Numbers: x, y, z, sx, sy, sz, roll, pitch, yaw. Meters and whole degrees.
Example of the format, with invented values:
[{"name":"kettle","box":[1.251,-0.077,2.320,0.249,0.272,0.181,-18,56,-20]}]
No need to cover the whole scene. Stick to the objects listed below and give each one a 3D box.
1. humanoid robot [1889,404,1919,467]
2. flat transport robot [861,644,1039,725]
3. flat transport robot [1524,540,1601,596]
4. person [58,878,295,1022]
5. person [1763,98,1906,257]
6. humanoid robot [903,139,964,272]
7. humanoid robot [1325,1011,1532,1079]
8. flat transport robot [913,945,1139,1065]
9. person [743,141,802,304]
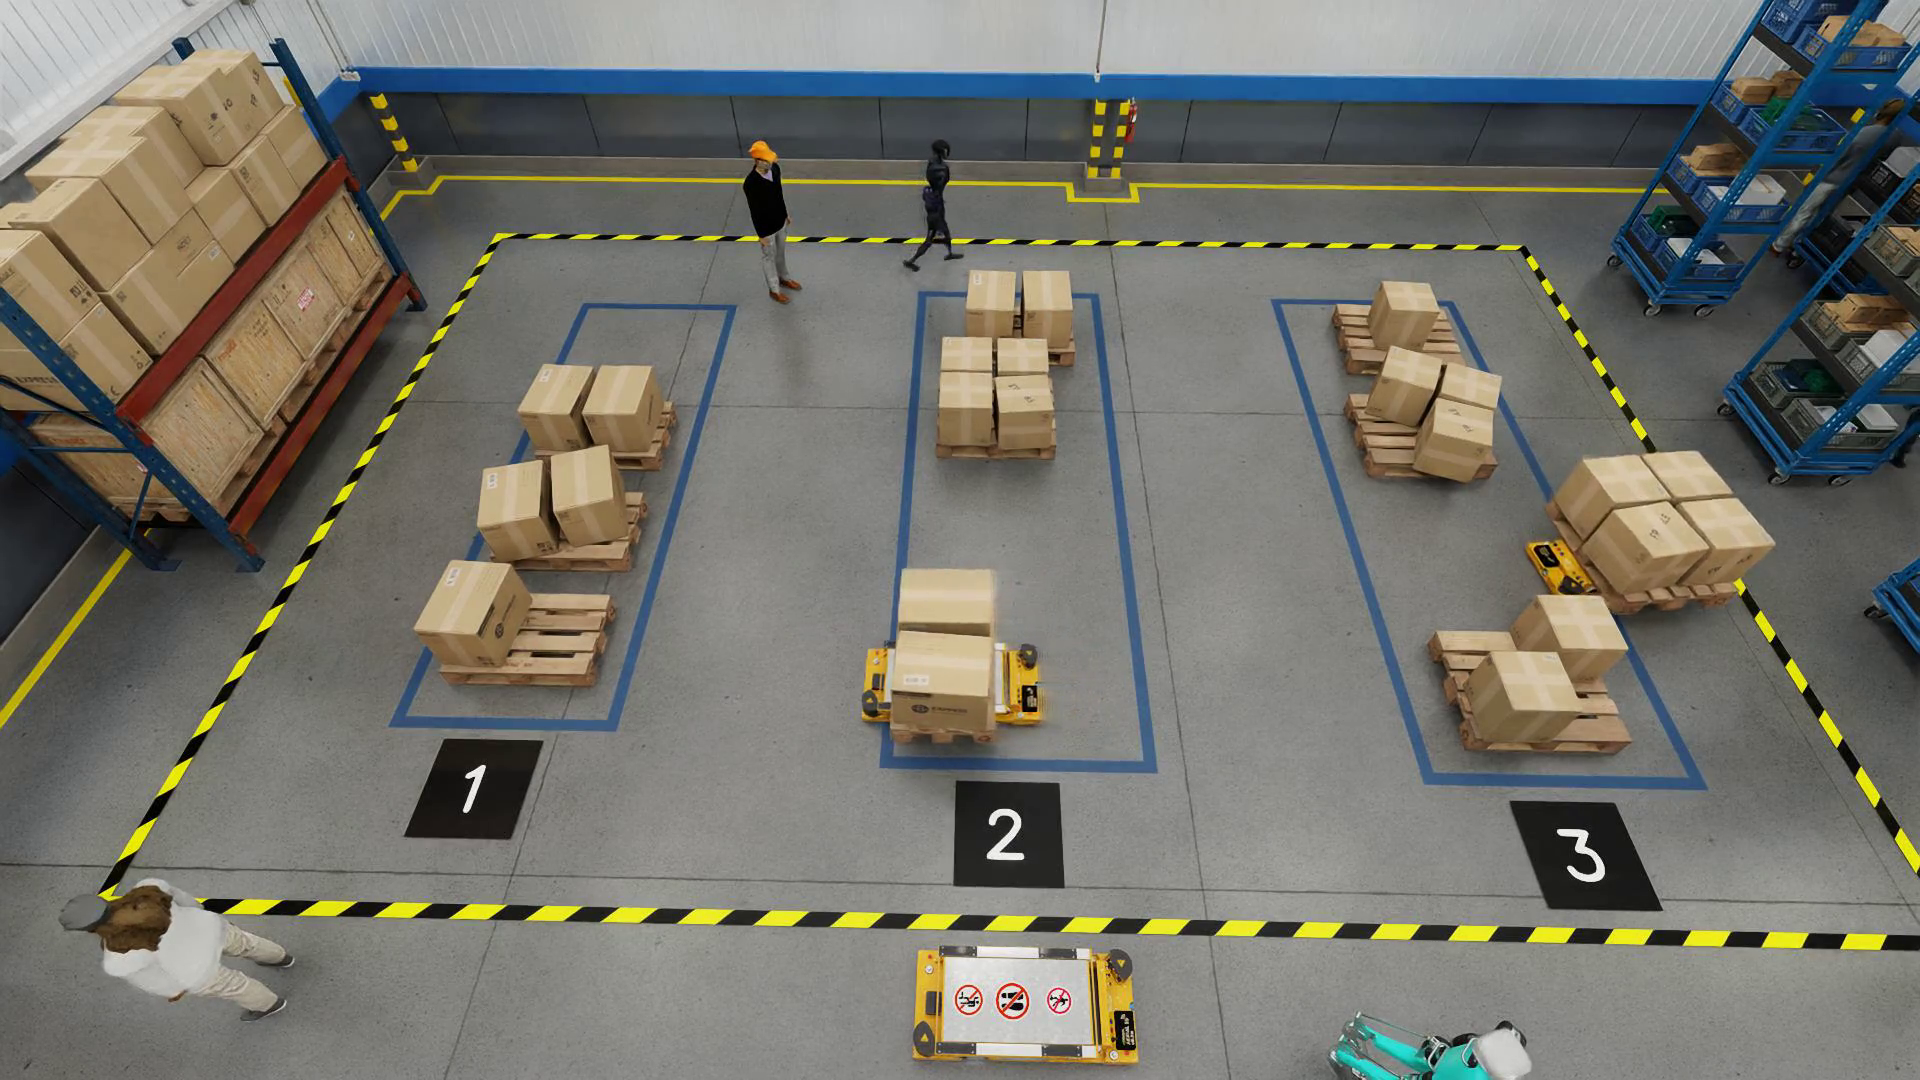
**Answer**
[{"name":"humanoid robot","box":[9.433,-1.394,8.718,0.584,1.645,0.395,-16,53,-13]},{"name":"flat transport robot","box":[-0.072,1.163,7.519,1.431,0.197,0.652,1,51,1]},{"name":"flat transport robot","box":[5.990,0.208,8.298,1.431,0.197,0.652,-5,51,-4]},{"name":"person","box":[-4.627,2.469,5.508,0.403,1.763,0.563,-8,51,-7]},{"name":"person","box":[10.429,-4.250,10.884,0.621,1.932,0.369,1,51,1]},{"name":"humanoid robot","box":[-0.330,-3.963,10.848,0.795,1.620,0.609,-7,51,-6]},{"name":"humanoid robot","box":[2.459,2.861,5.120,0.533,1.676,0.735,-36,59,-26]},{"name":"flat transport robot","box":[0.422,3.041,6.007,1.431,0.231,0.659,1,51,1]},{"name":"person","box":[-2.127,-3.587,10.368,0.362,1.885,0.586,20,54,16]}]
